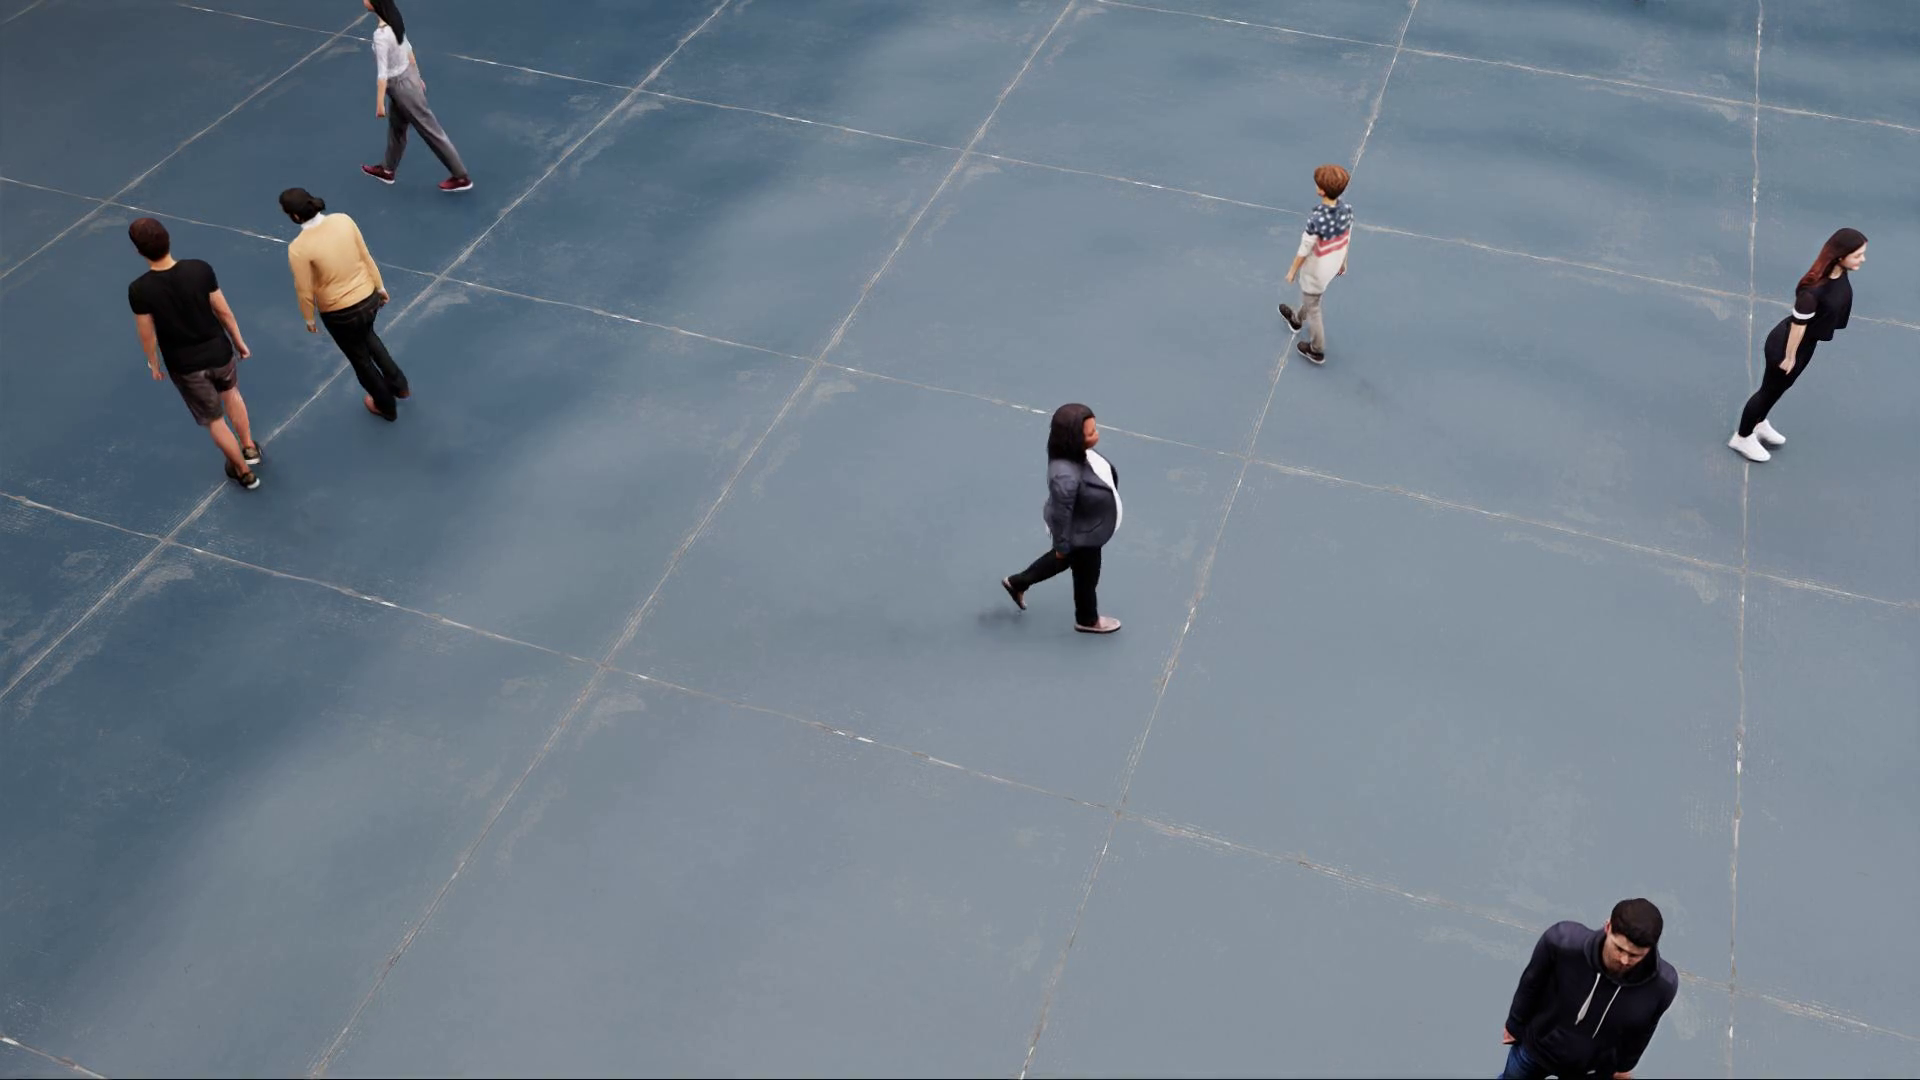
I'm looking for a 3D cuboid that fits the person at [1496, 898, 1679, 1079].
[{"bbox_3d":[2.415,1.978,6.565,0.523,1.894,0.742,17,46,18],"label":"person"}]

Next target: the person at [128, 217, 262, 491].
[{"bbox_3d":[-4.465,-1.041,9.832,0.830,1.849,0.843,-33,52,-30],"label":"person"}]

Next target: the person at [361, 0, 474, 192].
[{"bbox_3d":[-4.031,-3.334,12.406,1.166,1.687,0.884,-1,43,-1],"label":"person"}]

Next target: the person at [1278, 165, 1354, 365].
[{"bbox_3d":[2.413,-1.792,10.950,0.787,1.421,0.898,-25,49,-24],"label":"person"}]

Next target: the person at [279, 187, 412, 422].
[{"bbox_3d":[-3.752,-1.410,10.316,0.691,1.727,0.749,27,50,26],"label":"person"}]

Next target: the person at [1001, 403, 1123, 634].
[{"bbox_3d":[0.550,-0.103,9.023,1.019,1.581,0.852,0,43,0],"label":"person"}]

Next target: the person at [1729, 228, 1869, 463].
[{"bbox_3d":[5.116,-1.211,10.169,0.709,1.636,0.692,33,52,30],"label":"person"}]
